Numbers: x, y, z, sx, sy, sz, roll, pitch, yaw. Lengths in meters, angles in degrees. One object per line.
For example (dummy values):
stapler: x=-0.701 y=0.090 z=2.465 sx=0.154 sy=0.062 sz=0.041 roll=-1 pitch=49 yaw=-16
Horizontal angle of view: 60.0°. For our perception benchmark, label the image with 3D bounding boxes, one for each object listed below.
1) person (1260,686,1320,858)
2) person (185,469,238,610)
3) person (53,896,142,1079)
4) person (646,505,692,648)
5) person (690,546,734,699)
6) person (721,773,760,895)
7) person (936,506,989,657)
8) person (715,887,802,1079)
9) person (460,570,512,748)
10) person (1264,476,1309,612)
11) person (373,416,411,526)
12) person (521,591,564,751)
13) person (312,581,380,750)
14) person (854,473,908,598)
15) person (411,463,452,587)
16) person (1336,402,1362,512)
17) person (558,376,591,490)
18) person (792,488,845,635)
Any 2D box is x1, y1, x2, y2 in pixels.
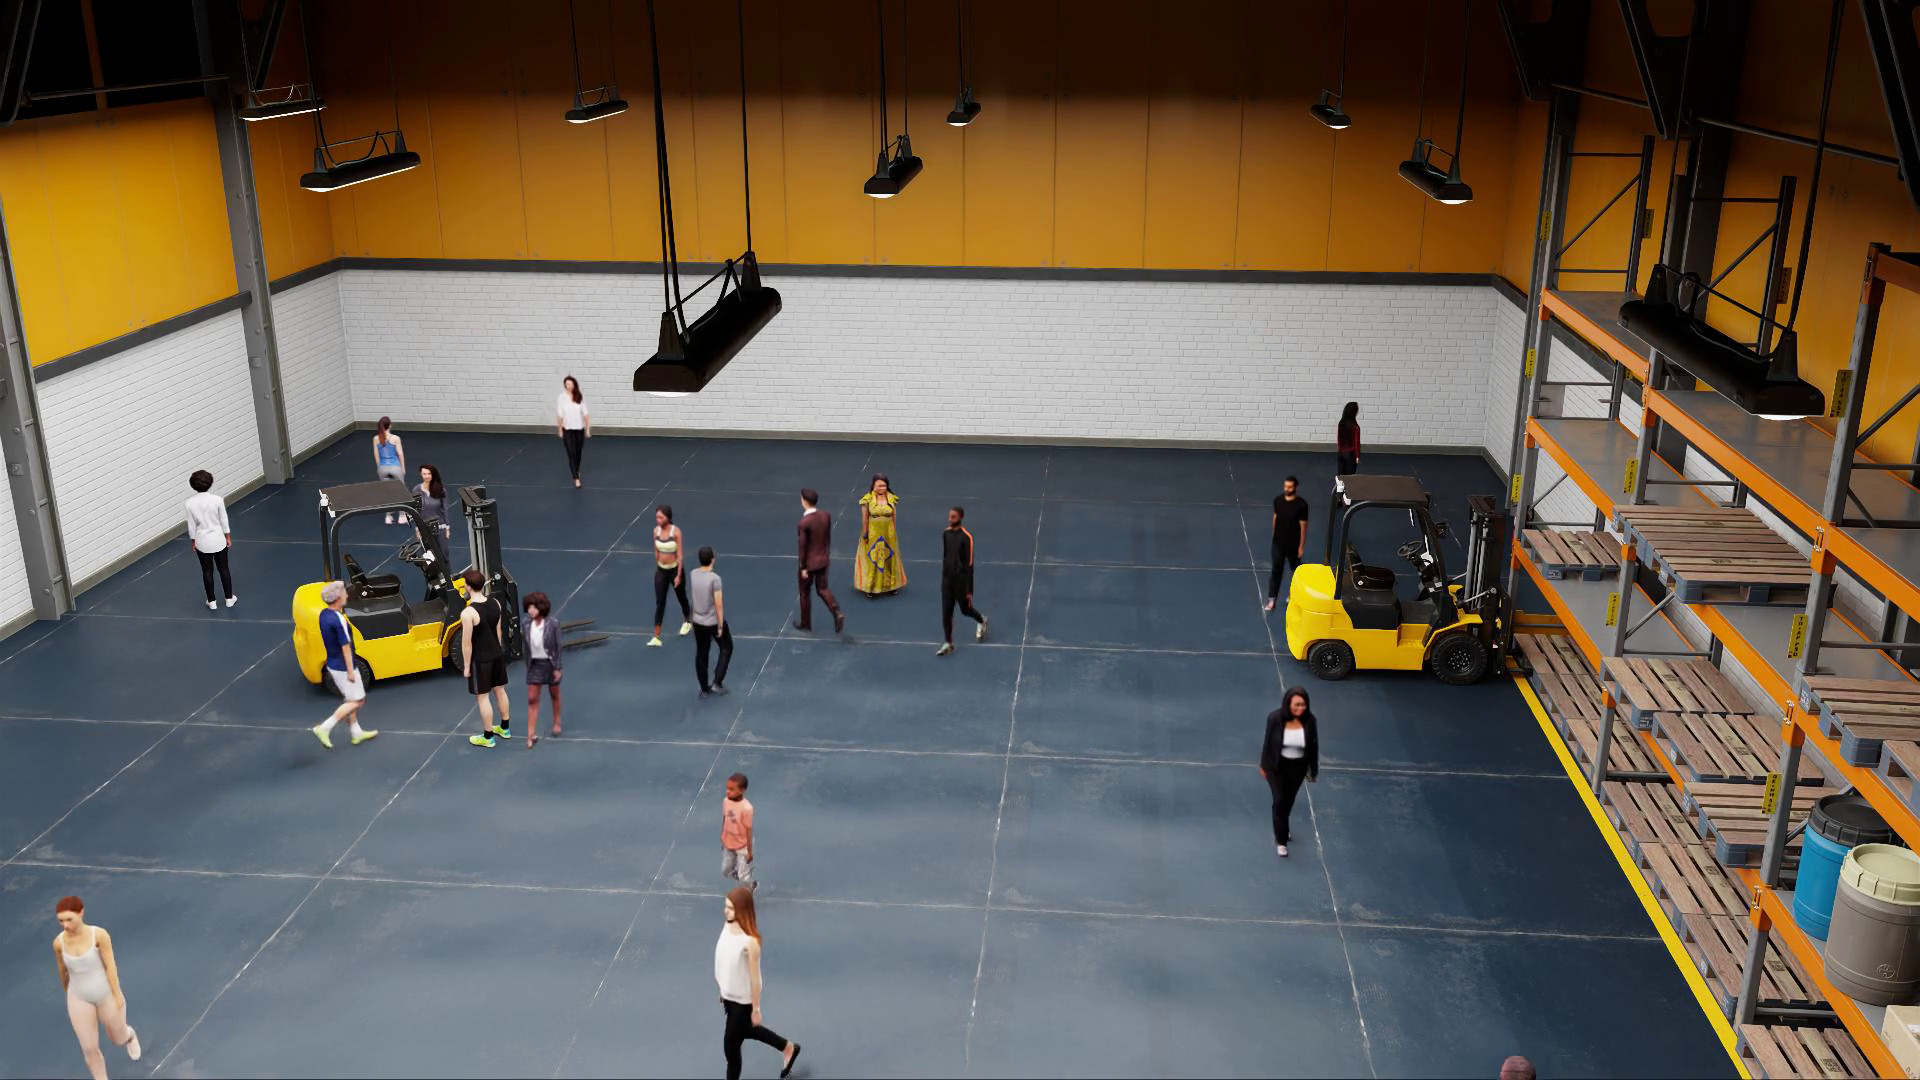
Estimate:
person: x=2.986 y=2.048 z=15.295 sx=0.787 sy=1.588 sz=0.975 roll=-3 pitch=19 yaw=-9
person: x=-9.495 y=-0.014 z=21.068 sx=0.720 sy=1.810 sz=0.735 roll=-8 pitch=20 yaw=-23
person: x=-6.117 y=3.201 z=11.812 sx=0.706 sy=1.625 sz=0.898 roll=-4 pitch=19 yaw=-13
person: x=-3.424 y=0.403 z=20.000 sx=0.700 sy=1.701 sz=1.173 roll=5 pitch=19 yaw=14
person: x=-2.823 y=0.931 z=18.363 sx=0.707 sy=1.744 sz=0.733 roll=9 pitch=21 yaw=25
person: x=-1.839 y=2.567 z=14.201 sx=0.637 sy=1.300 sz=0.703 roll=15 pitch=24 yaw=38
person: x=0.032 y=0.463 z=19.694 sx=1.016 sy=1.783 sz=1.189 roll=14 pitch=23 yaw=37
person: x=-1.481 y=3.194 z=11.715 sx=1.024 sy=1.700 sz=1.055 roll=-11 pitch=22 yaw=-30
person: x=-4.934 y=1.218 z=17.288 sx=0.801 sy=1.888 sz=0.649 roll=10 pitch=21 yaw=27
person: x=4.201 y=0.031 z=21.083 sx=0.986 sy=1.715 sz=1.217 roll=12 pitch=22 yaw=31
person: x=-8.361 y=-1.028 z=24.396 sx=0.589 sy=1.608 sz=0.550 roll=-1 pitch=19 yaw=-2
person: x=-4.301 y=1.312 z=17.355 sx=0.613 sy=1.666 sz=0.964 roll=1 pitch=19 yaw=4
person: x=-6.415 y=1.315 z=17.098 sx=1.049 sy=1.825 sz=0.972 roll=-17 pitch=25 yaw=-41
person: x=-1.043 y=-0.079 z=21.504 sx=1.014 sy=1.655 sz=0.991 roll=-8 pitch=20 yaw=-22
person: x=-6.840 y=-0.149 z=21.533 sx=0.652 sy=1.768 sz=0.609 roll=-4 pitch=19 yaw=-11
person: x=5.829 y=-1.266 z=25.027 sx=0.721 sy=1.655 sz=0.637 roll=-12 pitch=22 yaw=-31
person: x=-6.092 y=-1.702 z=26.202 sx=0.975 sy=1.732 sz=1.242 roll=-7 pitch=20 yaw=-21
person: x=-1.709 y=0.282 z=20.128 sx=1.126 sy=1.849 sz=1.096 roll=18 pitch=25 yaw=42
